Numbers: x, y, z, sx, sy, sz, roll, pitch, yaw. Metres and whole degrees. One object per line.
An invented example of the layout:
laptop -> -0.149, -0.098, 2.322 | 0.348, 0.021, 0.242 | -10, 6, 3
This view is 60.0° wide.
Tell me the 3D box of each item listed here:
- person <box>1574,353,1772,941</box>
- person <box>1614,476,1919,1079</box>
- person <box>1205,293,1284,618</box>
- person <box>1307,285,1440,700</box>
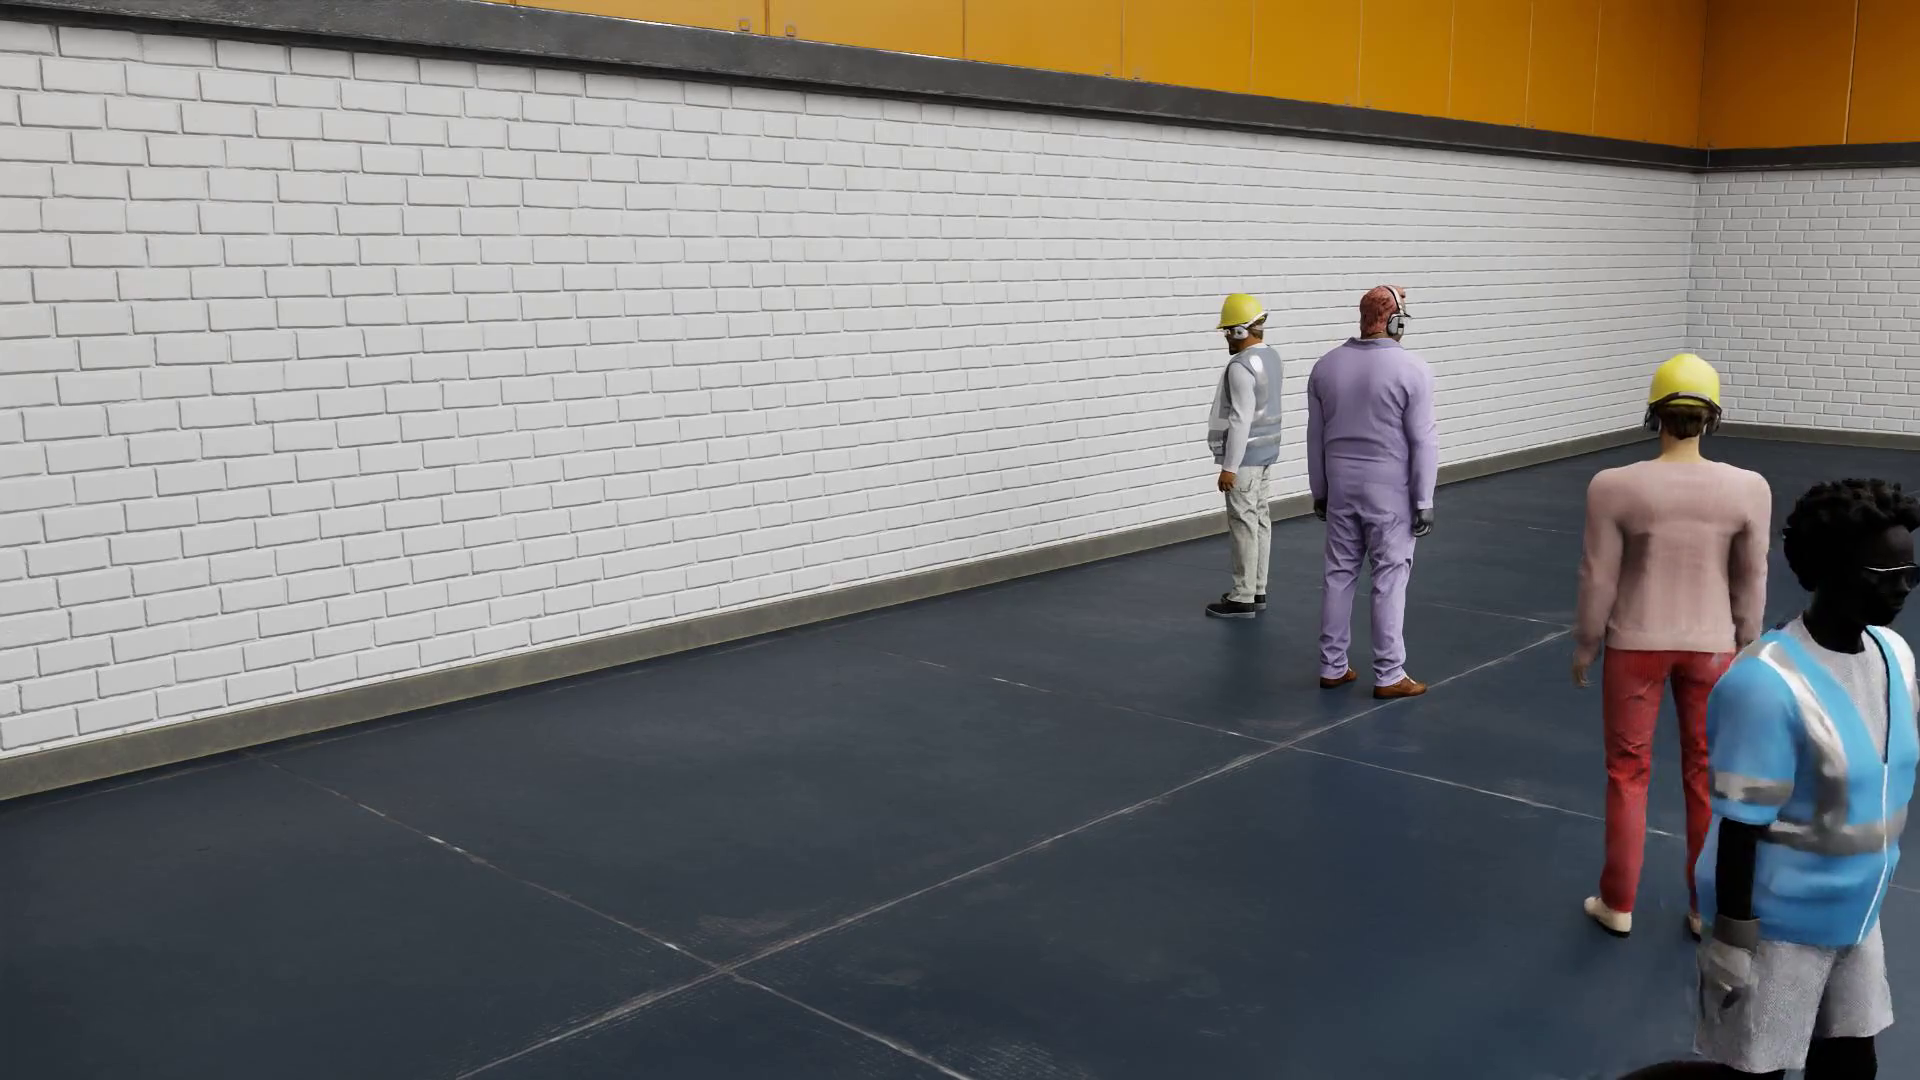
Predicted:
person -> 2.124, 0.328, 5.003 | 0.532, 1.766, 0.331 | 2, 10, 10
person -> 1.536, 0.684, 3.245 | 0.537, 1.678, 0.617 | -6, 12, -32
person -> 1.596, -0.471, 9.384 | 0.403, 1.823, 0.588 | 5, 11, 27
person -> 1.929, -0.222, 7.728 | 0.403, 1.906, 0.651 | -10, 14, -44
